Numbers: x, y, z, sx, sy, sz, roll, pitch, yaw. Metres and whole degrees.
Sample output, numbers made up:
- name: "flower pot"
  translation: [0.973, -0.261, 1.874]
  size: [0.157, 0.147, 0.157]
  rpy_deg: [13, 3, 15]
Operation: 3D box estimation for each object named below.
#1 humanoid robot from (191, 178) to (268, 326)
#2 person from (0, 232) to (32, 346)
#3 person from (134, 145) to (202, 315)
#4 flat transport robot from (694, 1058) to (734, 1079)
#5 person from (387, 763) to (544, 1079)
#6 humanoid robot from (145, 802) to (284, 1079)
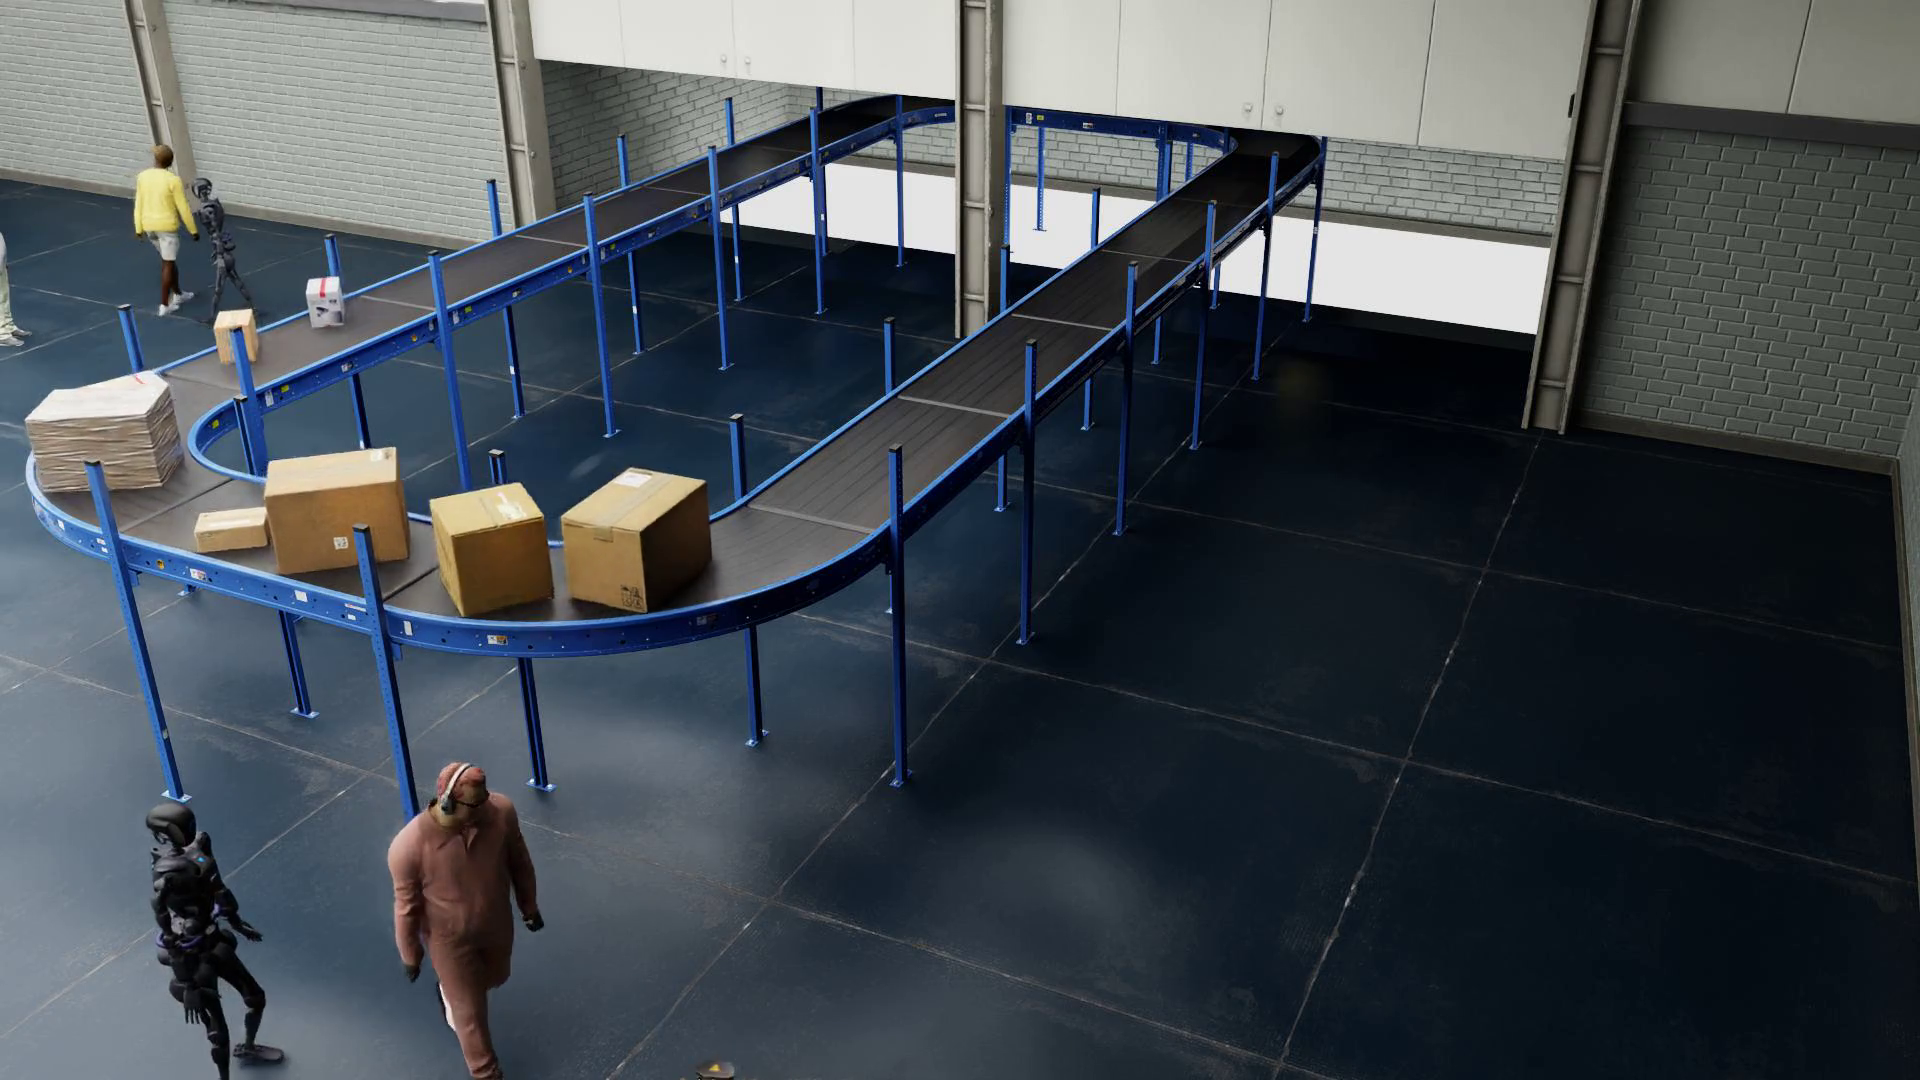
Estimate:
- name: "humanoid robot"
  translation: [-8.191, -3.188, 18.363]
  size: [0.783, 1.619, 0.609]
  rpy_deg: [-14, 30, -26]
- name: "person"
  translation: [-10.315, -2.955, 17.752]
  size: [0.320, 1.755, 0.571]
  rpy_deg: [-6, 27, -11]
- name: "person"
  translation: [-8.939, -3.505, 18.766]
  size: [0.577, 1.842, 0.781]
  rpy_deg: [6, 27, 12]
- name: "flat transport robot"
  translation: [-1.365, 2.952, 7.528]
  size: [0.659, 0.231, 1.431]
  rpy_deg: [17, 31, 31]
- name: "person"
  translation: [-2.402, 1.823, 8.017]
  size: [0.833, 1.871, 0.709]
  rpy_deg: [24, 35, 39]
- name: "humanoid robot"
  translation: [-3.592, 1.961, 7.931]
  size: [0.346, 1.648, 0.599]
  rpy_deg: [1, 26, 1]
